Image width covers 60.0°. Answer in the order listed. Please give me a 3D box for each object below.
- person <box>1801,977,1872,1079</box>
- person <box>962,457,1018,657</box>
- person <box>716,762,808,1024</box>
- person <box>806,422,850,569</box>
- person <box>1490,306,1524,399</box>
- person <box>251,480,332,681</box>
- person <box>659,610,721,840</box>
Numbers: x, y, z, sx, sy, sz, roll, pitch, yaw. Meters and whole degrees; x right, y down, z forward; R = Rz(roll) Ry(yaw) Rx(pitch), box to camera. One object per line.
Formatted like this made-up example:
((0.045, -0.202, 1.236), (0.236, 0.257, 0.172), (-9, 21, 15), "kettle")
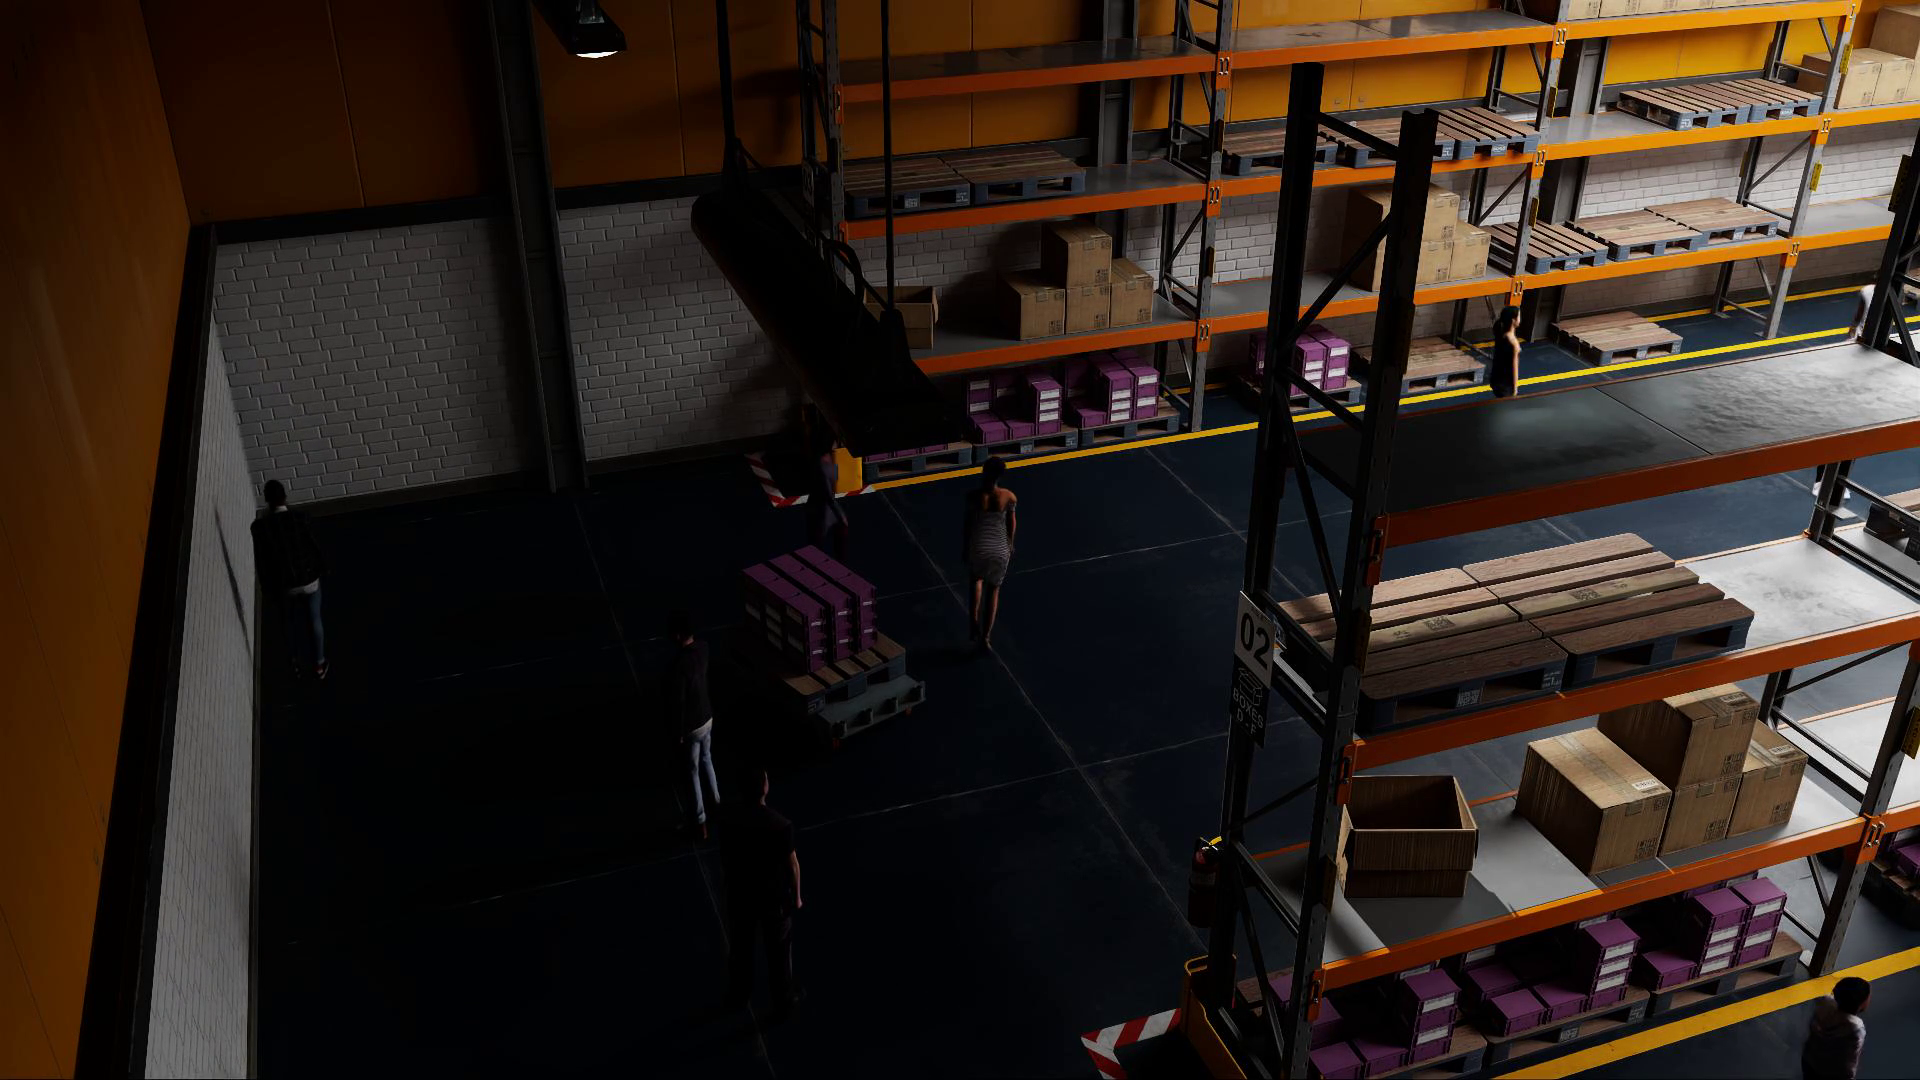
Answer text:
((4.858, 2.961, 9.412), (0.651, 1.249, 0.514), (-7, 29, -13), "person")
((0.250, 0.181, 13.928), (0.710, 1.805, 0.786), (2, 29, 3), "person")
((-1.239, 2.166, 10.248), (0.775, 1.844, 0.843), (12, 31, 20), "person")
((-1.322, -0.260, 14.853), (0.867, 1.694, 0.766), (1, 29, 2), "person")
((5.566, -1.580, 17.258), (1.051, 1.708, 0.762), (-3, 29, -5), "person")
((-5.417, 0.368, 13.578), (0.591, 1.812, 0.747), (-10, 30, -17), "person")
((-1.904, 1.307, 11.837), (0.748, 1.830, 0.727), (8, 30, 14), "person")
